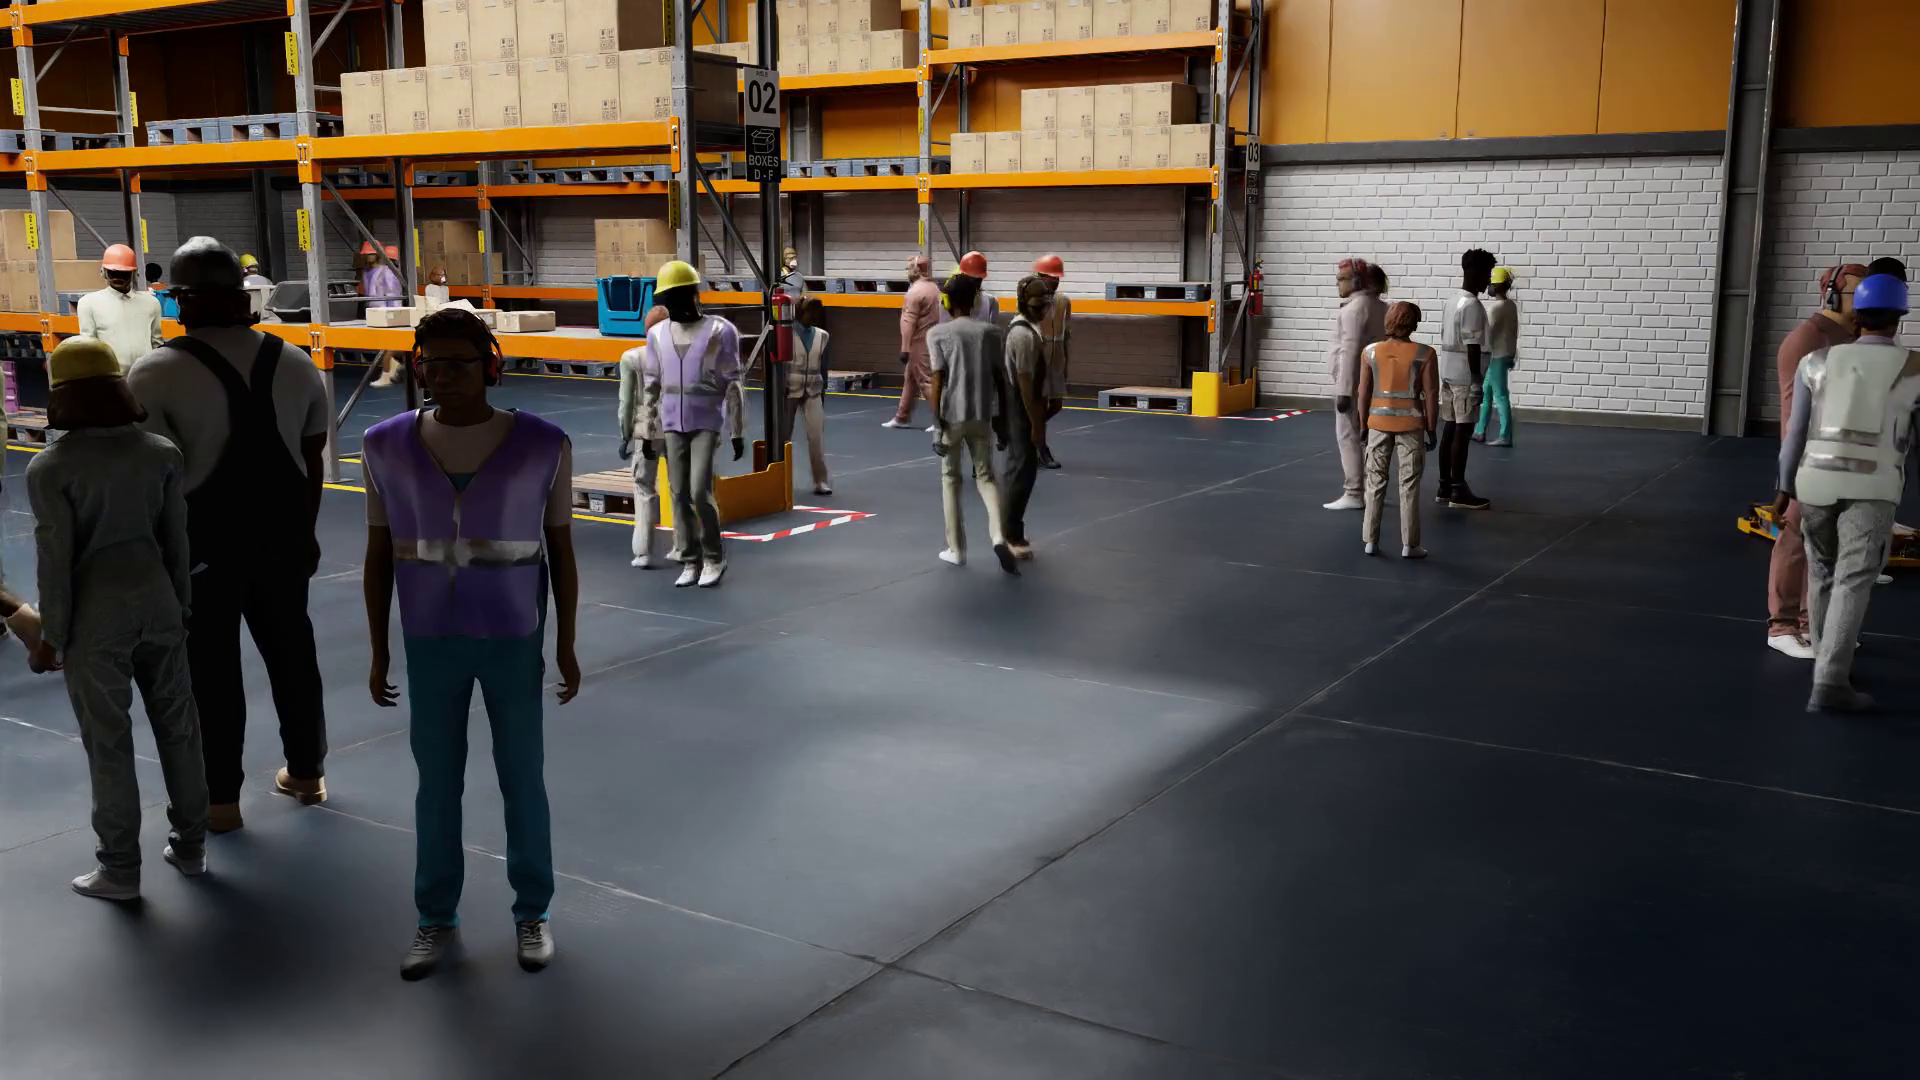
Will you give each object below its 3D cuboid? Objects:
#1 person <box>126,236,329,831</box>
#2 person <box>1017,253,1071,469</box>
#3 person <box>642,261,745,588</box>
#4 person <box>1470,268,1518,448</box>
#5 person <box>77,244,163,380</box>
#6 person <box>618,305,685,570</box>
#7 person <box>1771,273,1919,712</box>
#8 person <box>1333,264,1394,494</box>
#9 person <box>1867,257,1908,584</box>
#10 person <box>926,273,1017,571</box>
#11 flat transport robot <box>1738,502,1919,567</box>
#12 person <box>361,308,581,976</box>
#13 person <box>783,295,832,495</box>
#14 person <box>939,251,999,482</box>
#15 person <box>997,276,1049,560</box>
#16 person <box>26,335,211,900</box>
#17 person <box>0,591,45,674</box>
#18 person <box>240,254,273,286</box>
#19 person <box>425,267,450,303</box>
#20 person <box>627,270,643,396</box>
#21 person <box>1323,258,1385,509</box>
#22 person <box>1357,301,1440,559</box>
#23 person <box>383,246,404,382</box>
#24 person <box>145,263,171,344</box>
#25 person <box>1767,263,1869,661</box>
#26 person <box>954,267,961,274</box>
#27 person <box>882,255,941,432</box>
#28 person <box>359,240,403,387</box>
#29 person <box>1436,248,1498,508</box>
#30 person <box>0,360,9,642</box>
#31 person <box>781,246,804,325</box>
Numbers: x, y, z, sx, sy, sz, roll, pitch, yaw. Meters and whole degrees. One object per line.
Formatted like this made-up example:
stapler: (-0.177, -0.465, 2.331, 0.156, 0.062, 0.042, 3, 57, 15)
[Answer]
person: (-2.567, -0.030, 5.794, 0.535, 2.000, 0.685, 8, 13, 37)
person: (0.725, -1.611, 14.935, 0.543, 1.911, 0.712, -5, 12, -28)
person: (-1.577, -0.656, 9.650, 0.629, 1.897, 0.493, 4, 11, 19)
person: (5.180, -1.792, 16.353, 0.711, 1.741, 0.547, 8, 13, 39)
person: (-6.146, -1.175, 12.280, 0.392, 1.990, 0.612, 9, 13, 40)
person: (-1.849, -0.635, 10.312, 0.525, 1.616, 0.379, -4, 11, -22)
person: (3.938, -0.213, 7.300, 0.638, 1.884, 0.851, 10, 14, 44)
person: (3.267, -1.256, 13.221, 0.573, 1.876, 0.607, 3, 11, 18)
person: (5.413, -0.715, 9.922, 0.384, 1.921, 0.596, 4, 11, 21)
person: (0.089, -0.714, 10.216, 0.537, 1.832, 0.733, -4, 11, -20)
flat transport robot: (5.660, -0.044, 10.782, 0.652, 0.197, 1.431, 1, 10, 4)
person: (-1.342, 0.281, 4.612, 0.572, 1.843, 0.373, -1, 10, -7)
person: (-1.282, -1.176, 13.405, 0.514, 1.587, 0.896, -5, 11, -26)
person: (0.094, -1.443, 13.942, 0.543, 1.928, 0.371, -4, 11, -23)
person: (0.405, -0.791, 10.700, 0.343, 1.808, 0.659, 0, 10, -1)
person: (-2.618, 0.241, 5.148, 0.311, 1.735, 0.484, 7, 12, 33)
person: (-4.580, -0.302, 7.441, 0.908, 2.004, 0.616, -3, 11, -14)
person: (-9.712, -3.005, 22.872, 0.404, 1.828, 0.587, 5, 11, 25)
person: (-7.829, -3.290, 25.012, 0.278, 1.628, 0.499, 5, 11, 25)
person: (-4.213, -2.698, 21.708, 0.285, 1.633, 0.500, 6, 12, 30)
person: (2.980, -1.161, 12.520, 0.442, 1.893, 0.725, 5, 11, 27)
person: (2.785, -0.695, 10.592, 0.523, 1.640, 0.306, 6, 12, 30)
person: (-8.178, -3.228, 23.815, 0.496, 1.938, 0.751, -8, 13, -36)
person: (-11.463, -3.101, 23.757, 0.316, 1.700, 0.540, 2, 10, 13)
person: (4.246, -0.382, 8.115, 0.636, 1.911, 0.404, -7, 12, -33)
person: (0.043, -2.339, 19.477, 0.534, 1.718, 0.894, -8, 13, -38)
person: (-0.441, -2.078, 17.649, 0.901, 1.869, 0.662, 4, 11, 20)
person: (-8.011, -3.121, 22.947, 0.650, 2.028, 0.550, 7, 13, 35)
person: (3.851, -1.226, 12.652, 0.379, 1.958, 0.600, 0, 10, -2)
person: (-5.034, -0.370, 8.258, 0.590, 1.833, 0.404, 1, 10, 4)
person: (-2.195, -2.757, 21.188, 0.378, 1.940, 0.628, 7, 12, 35)
